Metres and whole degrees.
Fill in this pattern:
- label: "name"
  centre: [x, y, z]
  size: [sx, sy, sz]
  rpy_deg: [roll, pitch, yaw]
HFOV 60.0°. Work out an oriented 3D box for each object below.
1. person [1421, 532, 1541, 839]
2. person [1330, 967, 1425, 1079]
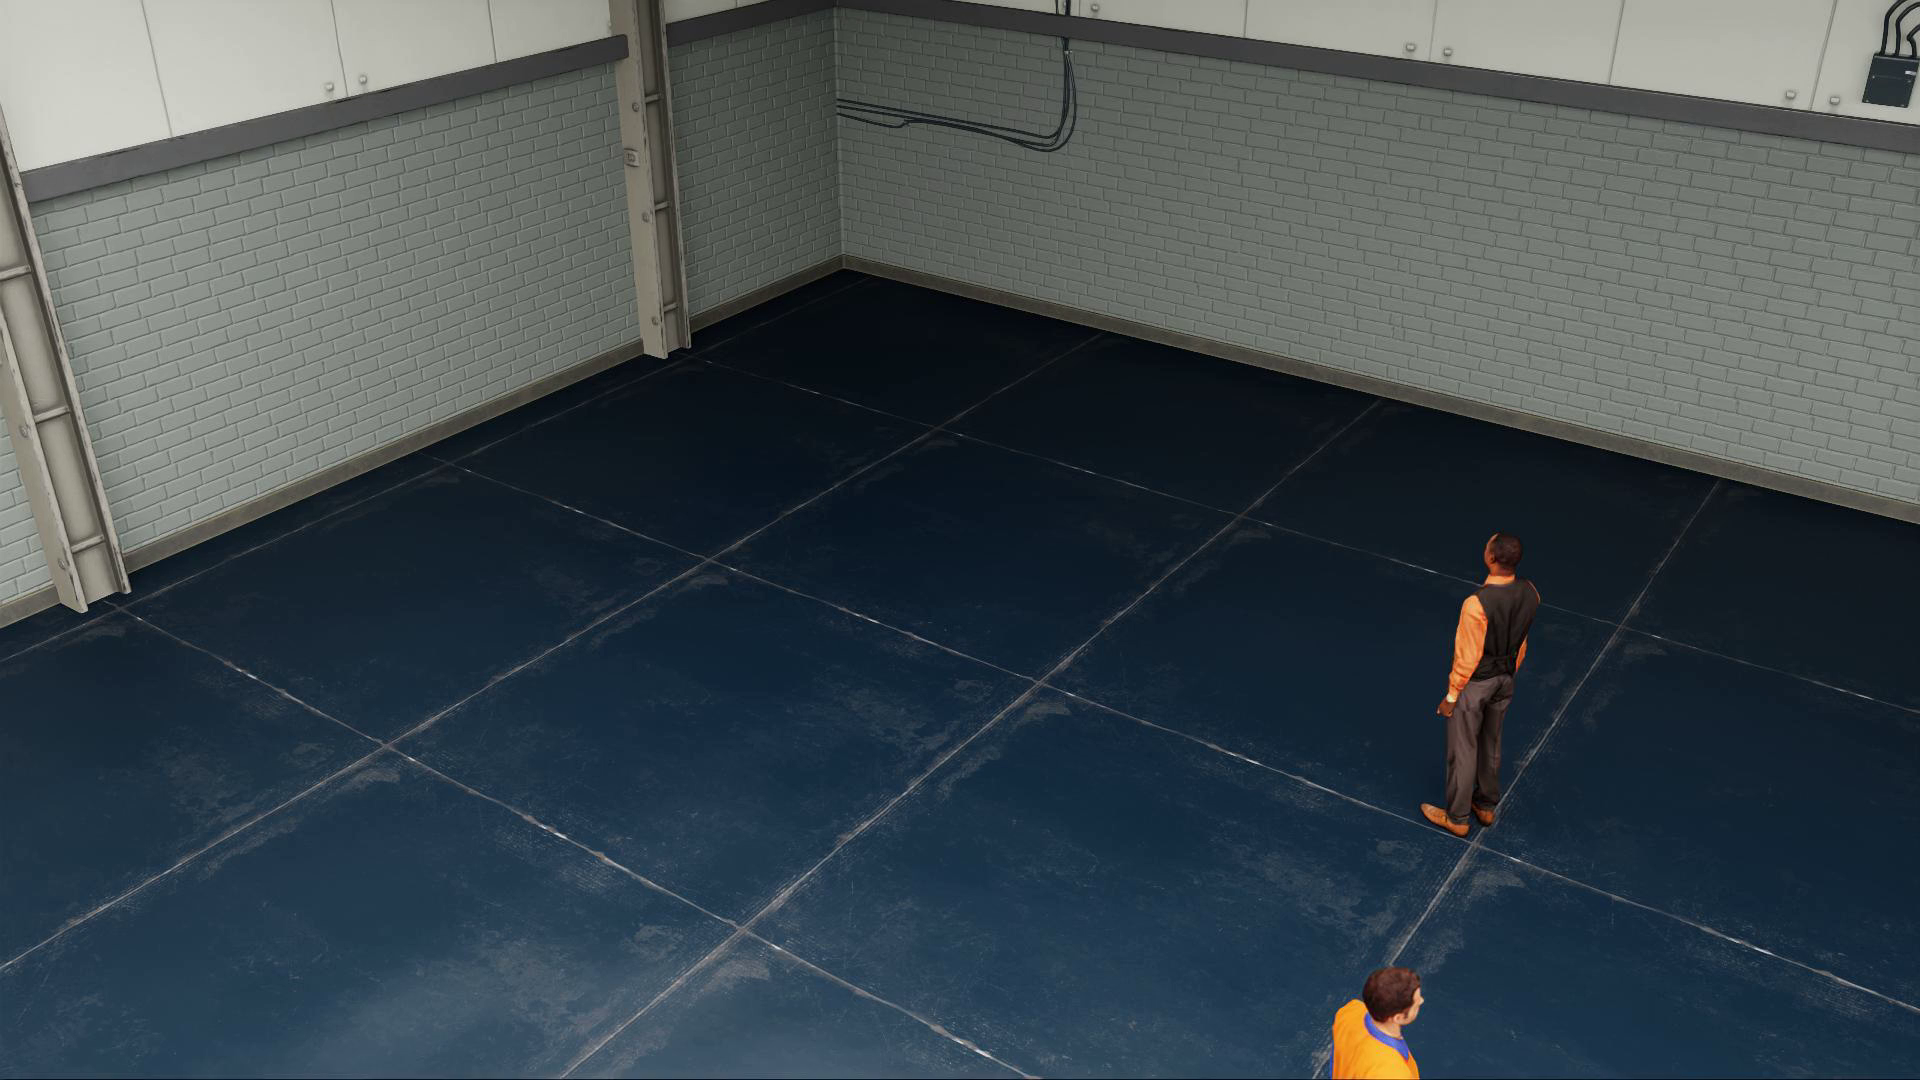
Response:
- label: "person"
  centre: [2.971, 0.819, 9.432]
  size: [0.716, 1.908, 0.851]
  rpy_deg: [-14, 31, -25]
- label: "person"
  centre: [1.590, 2.395, 6.520]
  size: [0.818, 1.864, 0.784]
  rpy_deg: [-8, 29, -15]
